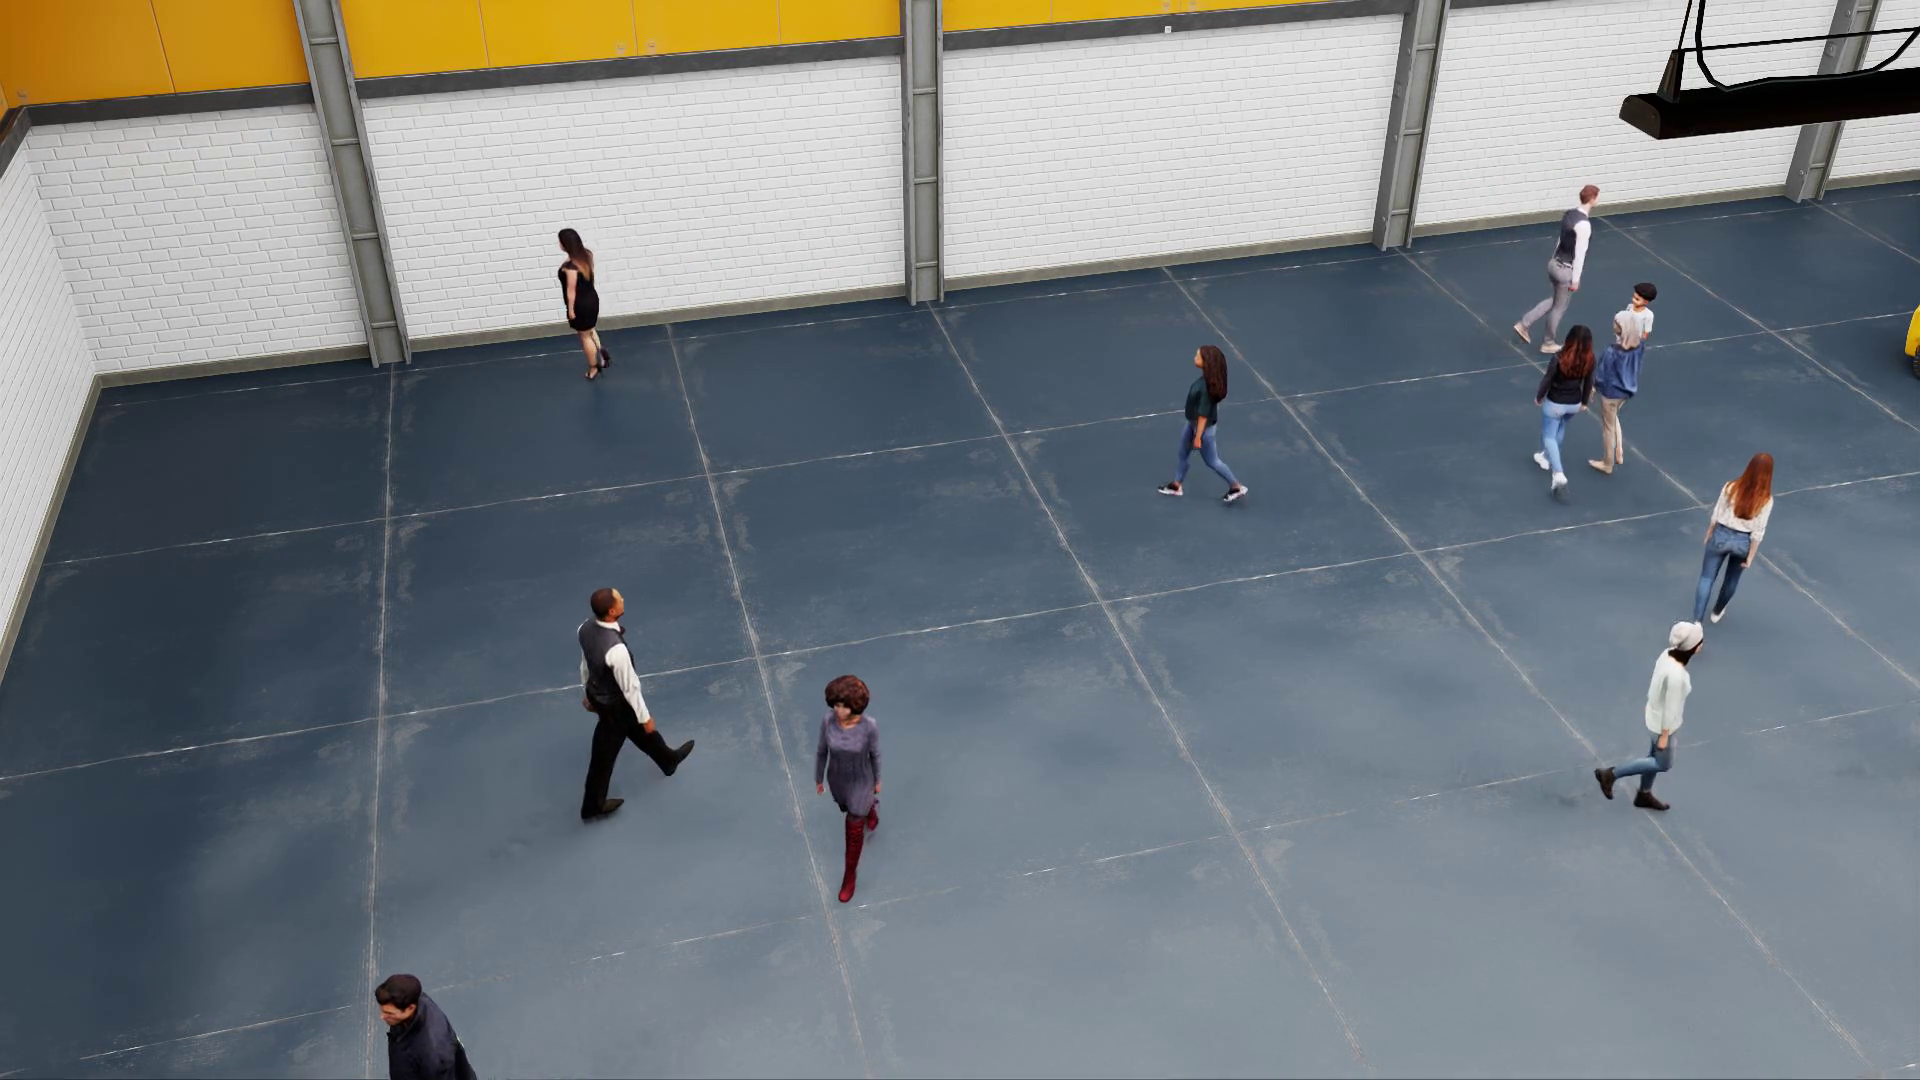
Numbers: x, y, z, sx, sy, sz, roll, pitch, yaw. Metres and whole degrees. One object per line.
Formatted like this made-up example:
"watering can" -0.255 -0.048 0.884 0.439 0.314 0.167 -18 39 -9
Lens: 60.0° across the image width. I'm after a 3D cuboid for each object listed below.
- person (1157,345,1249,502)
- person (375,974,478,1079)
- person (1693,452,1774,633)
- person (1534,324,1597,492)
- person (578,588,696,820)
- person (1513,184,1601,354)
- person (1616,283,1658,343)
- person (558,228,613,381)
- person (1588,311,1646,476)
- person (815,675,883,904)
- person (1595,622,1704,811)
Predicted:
"person" 2.322 -1.032 15.334 1.151 1.584 0.909 6 34 10
"person" -2.753 2.959 9.044 1.135 1.901 1.056 -28 42 -35
"person" 6.267 0.071 13.562 1.008 1.709 1.073 18 38 25
"person" 5.679 -1.238 15.620 1.006 1.610 0.769 -5 34 -7
"person" -2.525 1.198 11.718 1.328 1.874 1.015 -22 39 -29
"person" 6.365 -2.877 17.815 0.938 1.911 0.787 0 34 0
"person" 6.968 -2.093 17.225 0.572 1.259 0.547 -20 38 -27
"person" -3.851 -2.438 17.342 0.831 1.703 0.802 7 34 11
"person" 6.262 -1.344 15.713 0.662 1.684 0.763 -20 39 -28
"person" -0.716 1.589 11.305 1.114 1.678 1.027 9 35 14
"person" 4.916 1.266 11.827 0.915 1.639 0.807 9 35 13
